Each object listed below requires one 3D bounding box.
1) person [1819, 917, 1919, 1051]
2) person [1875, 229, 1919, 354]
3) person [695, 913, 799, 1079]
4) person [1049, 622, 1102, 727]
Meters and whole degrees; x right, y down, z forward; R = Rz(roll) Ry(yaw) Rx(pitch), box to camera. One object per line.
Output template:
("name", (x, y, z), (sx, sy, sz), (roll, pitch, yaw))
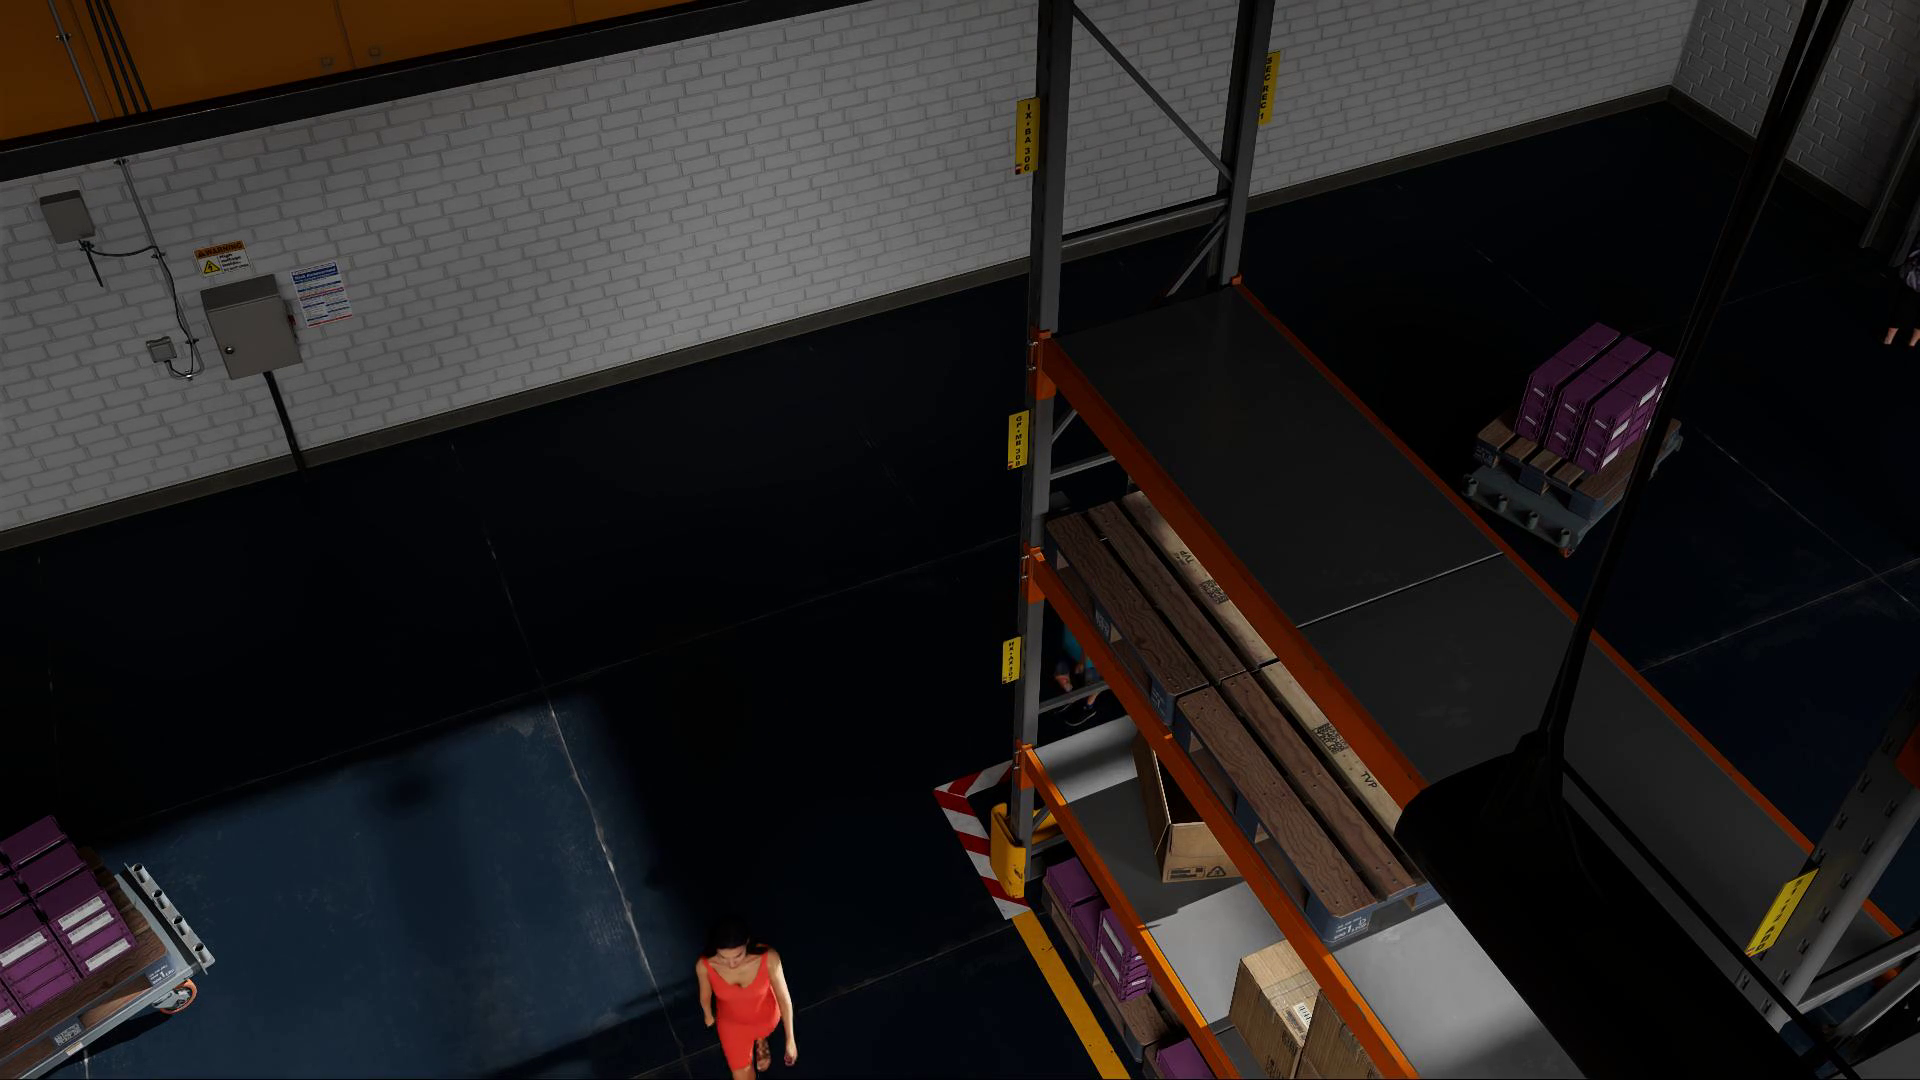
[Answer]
("person", (4.994, 2.332, 8.581), (1.002, 1.620, 0.828), (29, 51, 27))
("person", (7.835, -2.222, 13.350), (0.743, 1.635, 0.790), (9, 44, 9))
("person", (-1.072, 2.366, 8.517), (0.776, 1.659, 1.216), (-8, 44, -9))
("person", (0.837, 0.627, 10.504), (0.624, 1.437, 0.524), (-27, 50, -25))
